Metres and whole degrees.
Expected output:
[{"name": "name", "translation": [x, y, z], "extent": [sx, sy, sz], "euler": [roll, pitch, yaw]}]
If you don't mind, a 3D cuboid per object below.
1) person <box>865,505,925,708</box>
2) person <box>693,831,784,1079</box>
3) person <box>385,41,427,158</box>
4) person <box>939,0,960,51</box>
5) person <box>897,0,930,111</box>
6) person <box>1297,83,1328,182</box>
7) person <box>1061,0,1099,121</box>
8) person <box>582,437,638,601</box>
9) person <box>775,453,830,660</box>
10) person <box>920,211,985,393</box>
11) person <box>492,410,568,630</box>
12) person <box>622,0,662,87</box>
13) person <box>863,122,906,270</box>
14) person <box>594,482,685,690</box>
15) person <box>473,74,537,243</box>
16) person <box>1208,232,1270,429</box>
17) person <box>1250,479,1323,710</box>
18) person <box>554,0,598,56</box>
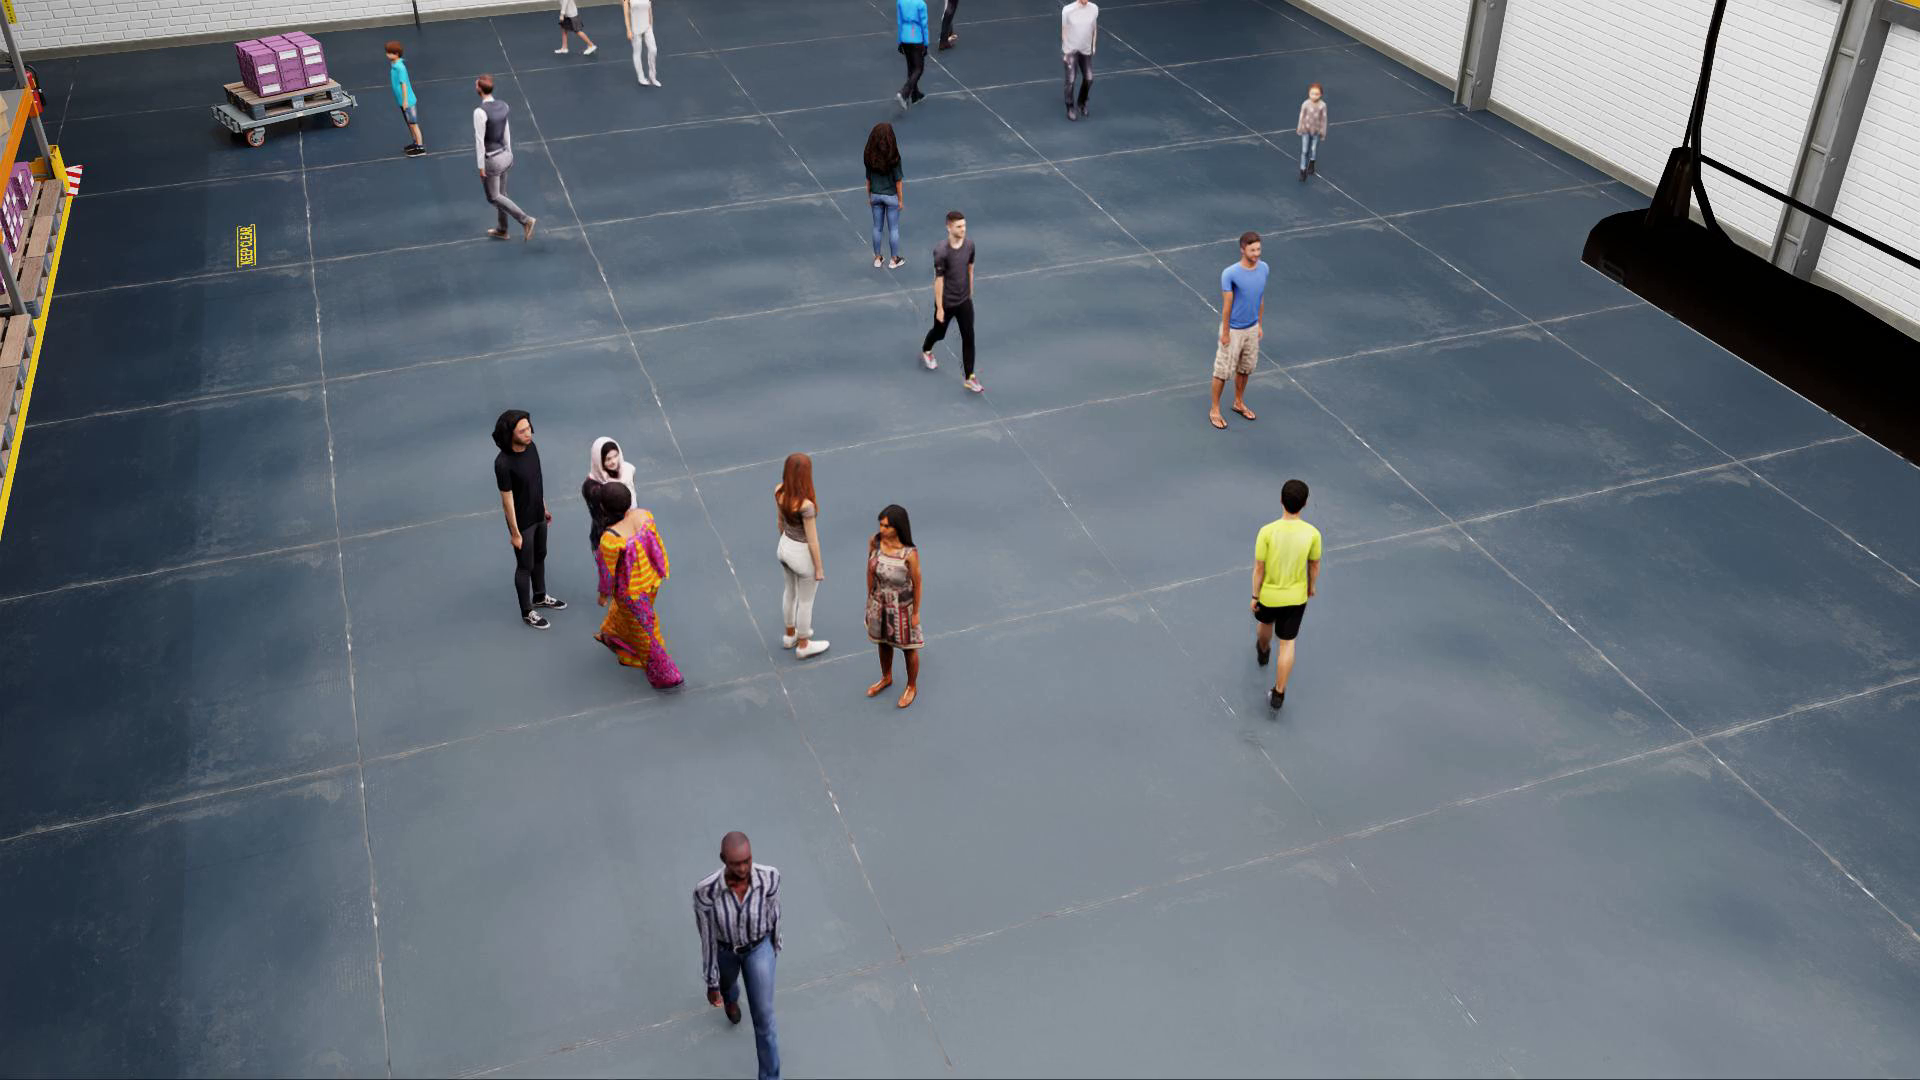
[{"name": "person", "translation": [-0.457, 0.448, 11.806], "extent": [0.687, 1.645, 0.786], "euler": [20, 38, 27]}, {"name": "person", "translation": [-1.229, 2.212, 9.058], "extent": [0.681, 1.749, 1.135], "euler": [-9, 35, -13]}, {"name": "person", "translation": [-7.025, -5.615, 21.106], "extent": [0.605, 1.447, 0.470], "euler": [-18, 38, -25]}, {"name": "person", "translation": [-0.186, -8.227, 24.662], "extent": [0.883, 1.861, 0.925], "euler": [24, 40, 31]}, {"name": "person", "translation": [-0.679, -6.683, 22.413], "extent": [1.052, 1.779, 1.068], "euler": [18, 37, 25]}, {"name": "person", "translation": [4.357, -5.063, 20.525], "extent": [0.782, 1.171, 0.897], "euler": [8, 35, 12]}, {"name": "person", "translation": [1.526, -6.540, 22.173], "extent": [0.696, 1.807, 0.683], "euler": [-7, 34, -10]}, {"name": "person", "translation": [-2.682, -0.096, 12.642], "extent": [0.830, 1.624, 0.783], "euler": [21, 39, 29]}, {"name": "person", "translation": [-1.199, 0.123, 12.231], "extent": [0.721, 1.716, 0.593], "euler": [-28, 42, -35]}, {"name": "person", "translation": [-0.113, -2.299, 15.859], "extent": [0.830, 1.733, 1.202], "euler": [-21, 39, -28]}, {"name": "person", "translation": [-3.288, -0.196, 12.604], "extent": [0.758, 1.833, 0.669], "euler": [10, 35, 15]}, {"name": "person", "translation": [-4.526, -7.217, 23.328], "extent": [0.707, 1.655, 0.783], "euler": [-20, 39, -27]}, {"name": "person", "translation": [-0.825, -3.762, 18.166], "extent": [0.715, 1.616, 0.764], "euler": [11, 35, 16]}, {"name": "person", "translation": [-2.322, 0.320, 11.976], "extent": [1.223, 1.669, 1.146], "euler": [16, 37, 23]}, {"name": "person", "translation": [-5.133, -4.225, 18.590], "extent": [1.114, 1.916, 1.050], "euler": [15, 37, 22]}, {"name": "person", "translation": [2.560, -1.961, 15.233], "extent": [0.675, 1.862, 0.594], "euler": [-15, 36, -21]}, {"name": "person", "translation": [2.299, 0.421, 11.831], "extent": [0.965, 1.663, 1.198], "euler": [4, 34, 6]}, {"name": "person", "translation": [-5.706, -7.790, 24.549], "extent": [0.578, 1.257, 0.776], "euler": [-9, 35, -14]}]
